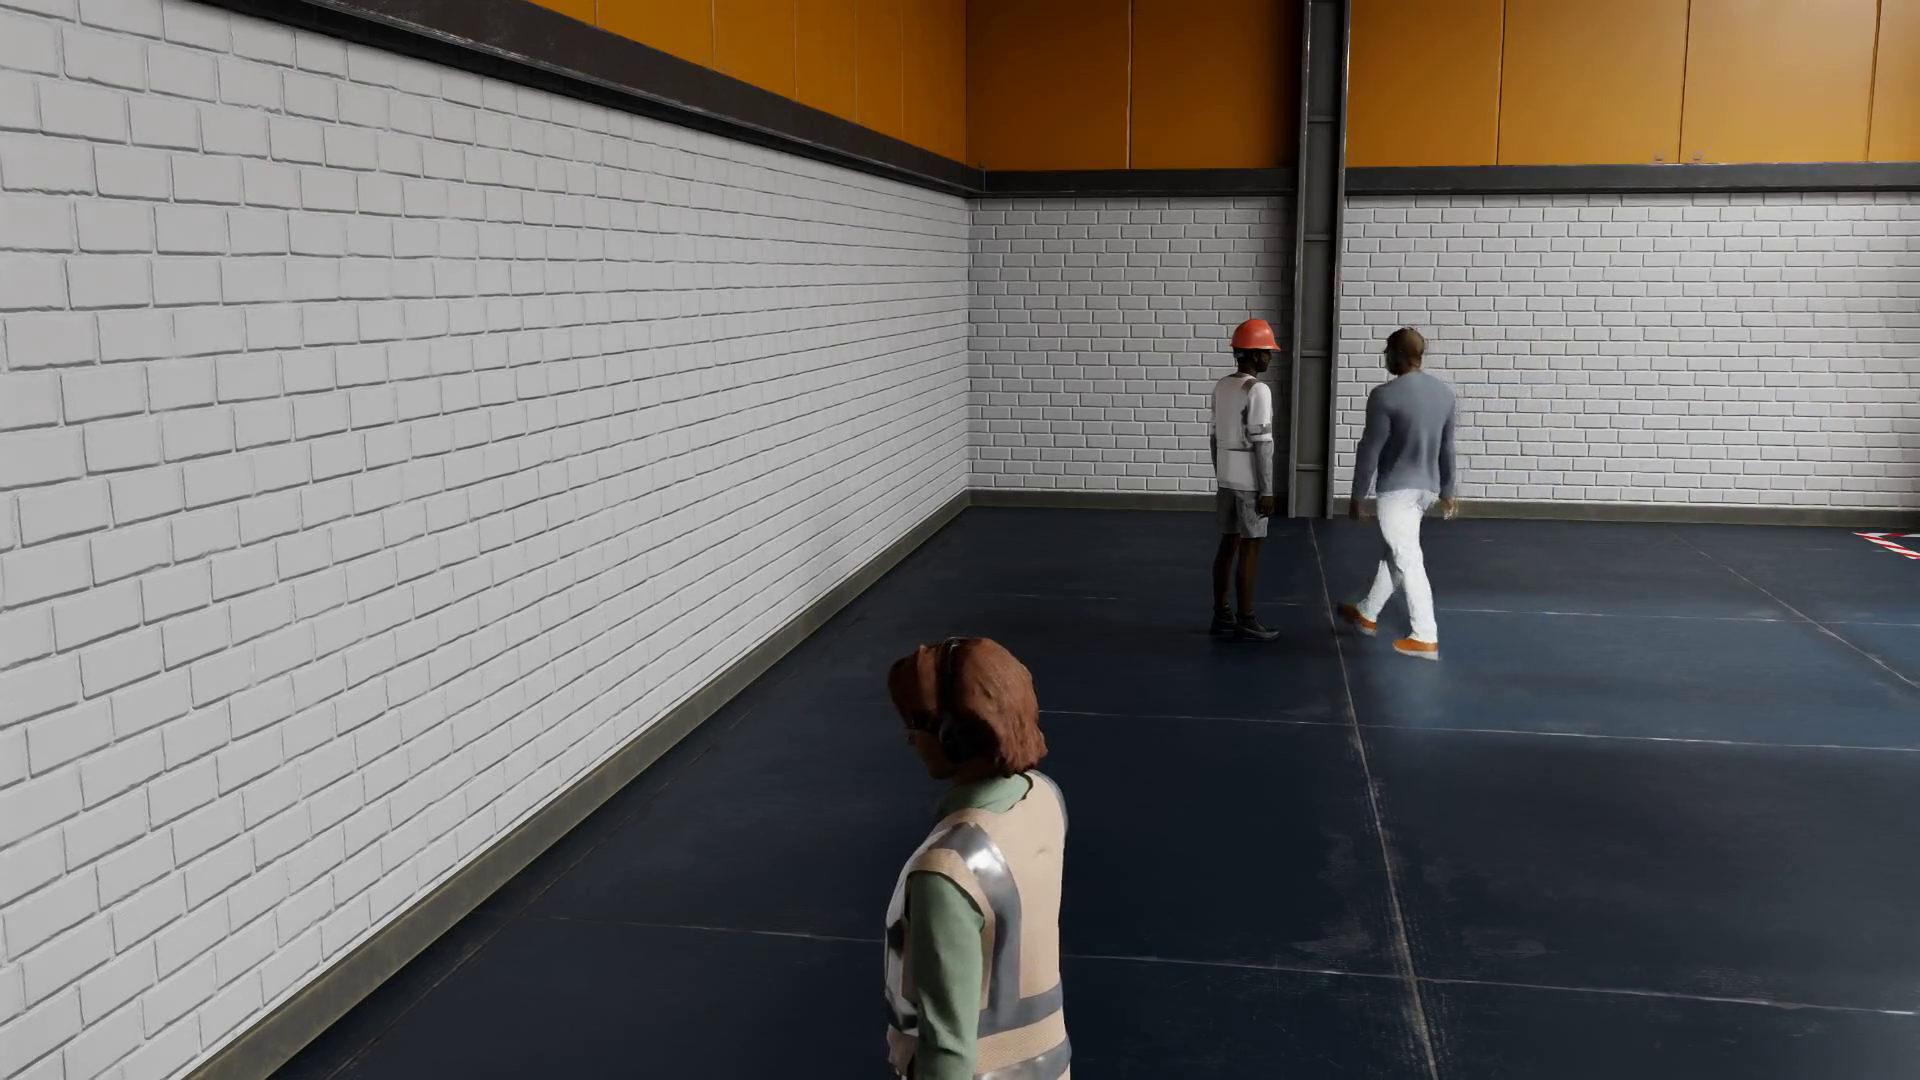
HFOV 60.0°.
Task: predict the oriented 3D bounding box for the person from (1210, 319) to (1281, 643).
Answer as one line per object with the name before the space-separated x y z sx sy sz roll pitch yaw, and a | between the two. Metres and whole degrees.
person | 1.730 -0.354 10.002 0.362 1.935 0.553 -4 10 -23

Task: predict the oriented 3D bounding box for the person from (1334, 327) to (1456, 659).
person | 2.535 -0.298 9.791 0.654 1.889 0.937 -6 11 -33

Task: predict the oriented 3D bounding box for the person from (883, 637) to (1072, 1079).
person | 0.034 0.960 2.773 0.309 1.640 0.511 3 10 19
